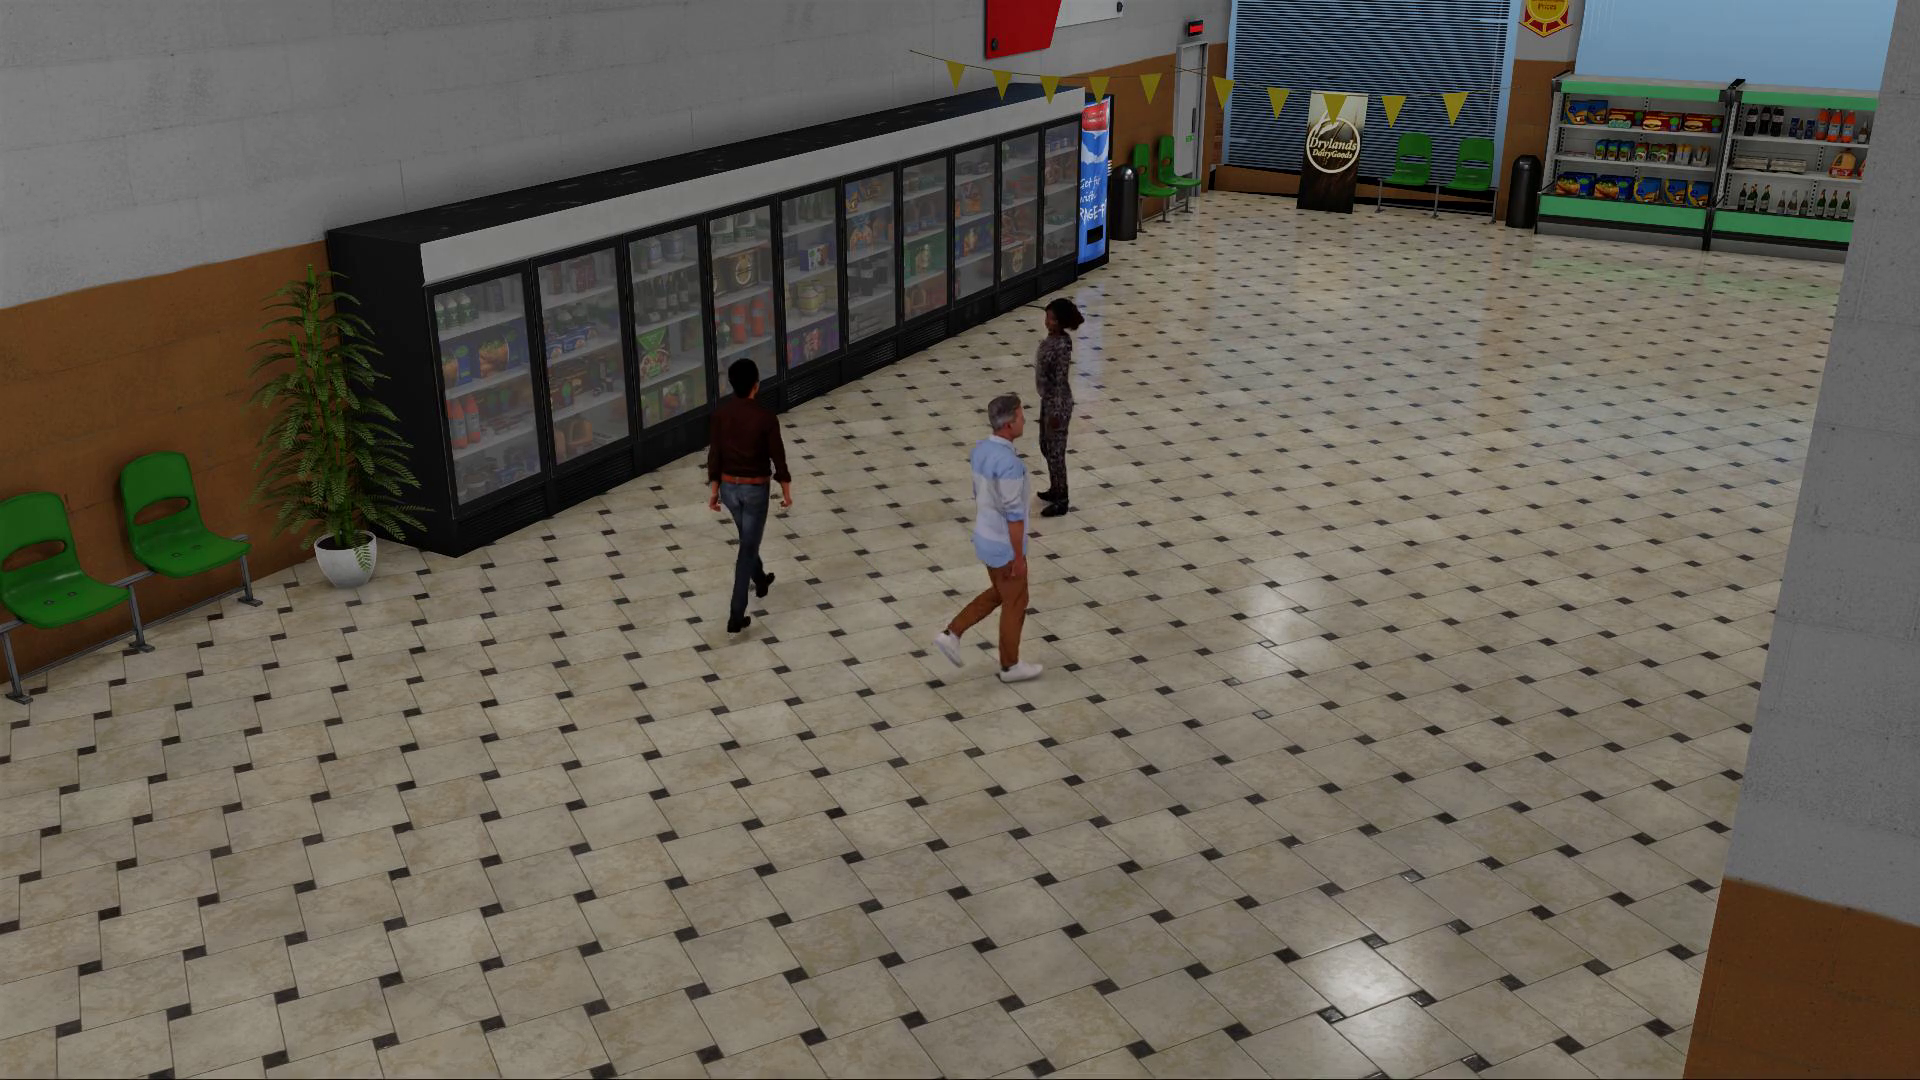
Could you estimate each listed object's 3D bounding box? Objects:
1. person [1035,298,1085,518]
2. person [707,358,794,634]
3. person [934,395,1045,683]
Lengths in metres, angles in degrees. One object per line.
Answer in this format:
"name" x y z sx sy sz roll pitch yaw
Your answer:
"person" 0.722 -1.011 12.641 0.829 1.708 0.800 0 22 0
"person" -1.400 -0.244 10.703 1.161 1.730 0.922 6 23 15
"person" 0.185 0.027 9.921 1.040 1.811 0.996 -7 23 -18
